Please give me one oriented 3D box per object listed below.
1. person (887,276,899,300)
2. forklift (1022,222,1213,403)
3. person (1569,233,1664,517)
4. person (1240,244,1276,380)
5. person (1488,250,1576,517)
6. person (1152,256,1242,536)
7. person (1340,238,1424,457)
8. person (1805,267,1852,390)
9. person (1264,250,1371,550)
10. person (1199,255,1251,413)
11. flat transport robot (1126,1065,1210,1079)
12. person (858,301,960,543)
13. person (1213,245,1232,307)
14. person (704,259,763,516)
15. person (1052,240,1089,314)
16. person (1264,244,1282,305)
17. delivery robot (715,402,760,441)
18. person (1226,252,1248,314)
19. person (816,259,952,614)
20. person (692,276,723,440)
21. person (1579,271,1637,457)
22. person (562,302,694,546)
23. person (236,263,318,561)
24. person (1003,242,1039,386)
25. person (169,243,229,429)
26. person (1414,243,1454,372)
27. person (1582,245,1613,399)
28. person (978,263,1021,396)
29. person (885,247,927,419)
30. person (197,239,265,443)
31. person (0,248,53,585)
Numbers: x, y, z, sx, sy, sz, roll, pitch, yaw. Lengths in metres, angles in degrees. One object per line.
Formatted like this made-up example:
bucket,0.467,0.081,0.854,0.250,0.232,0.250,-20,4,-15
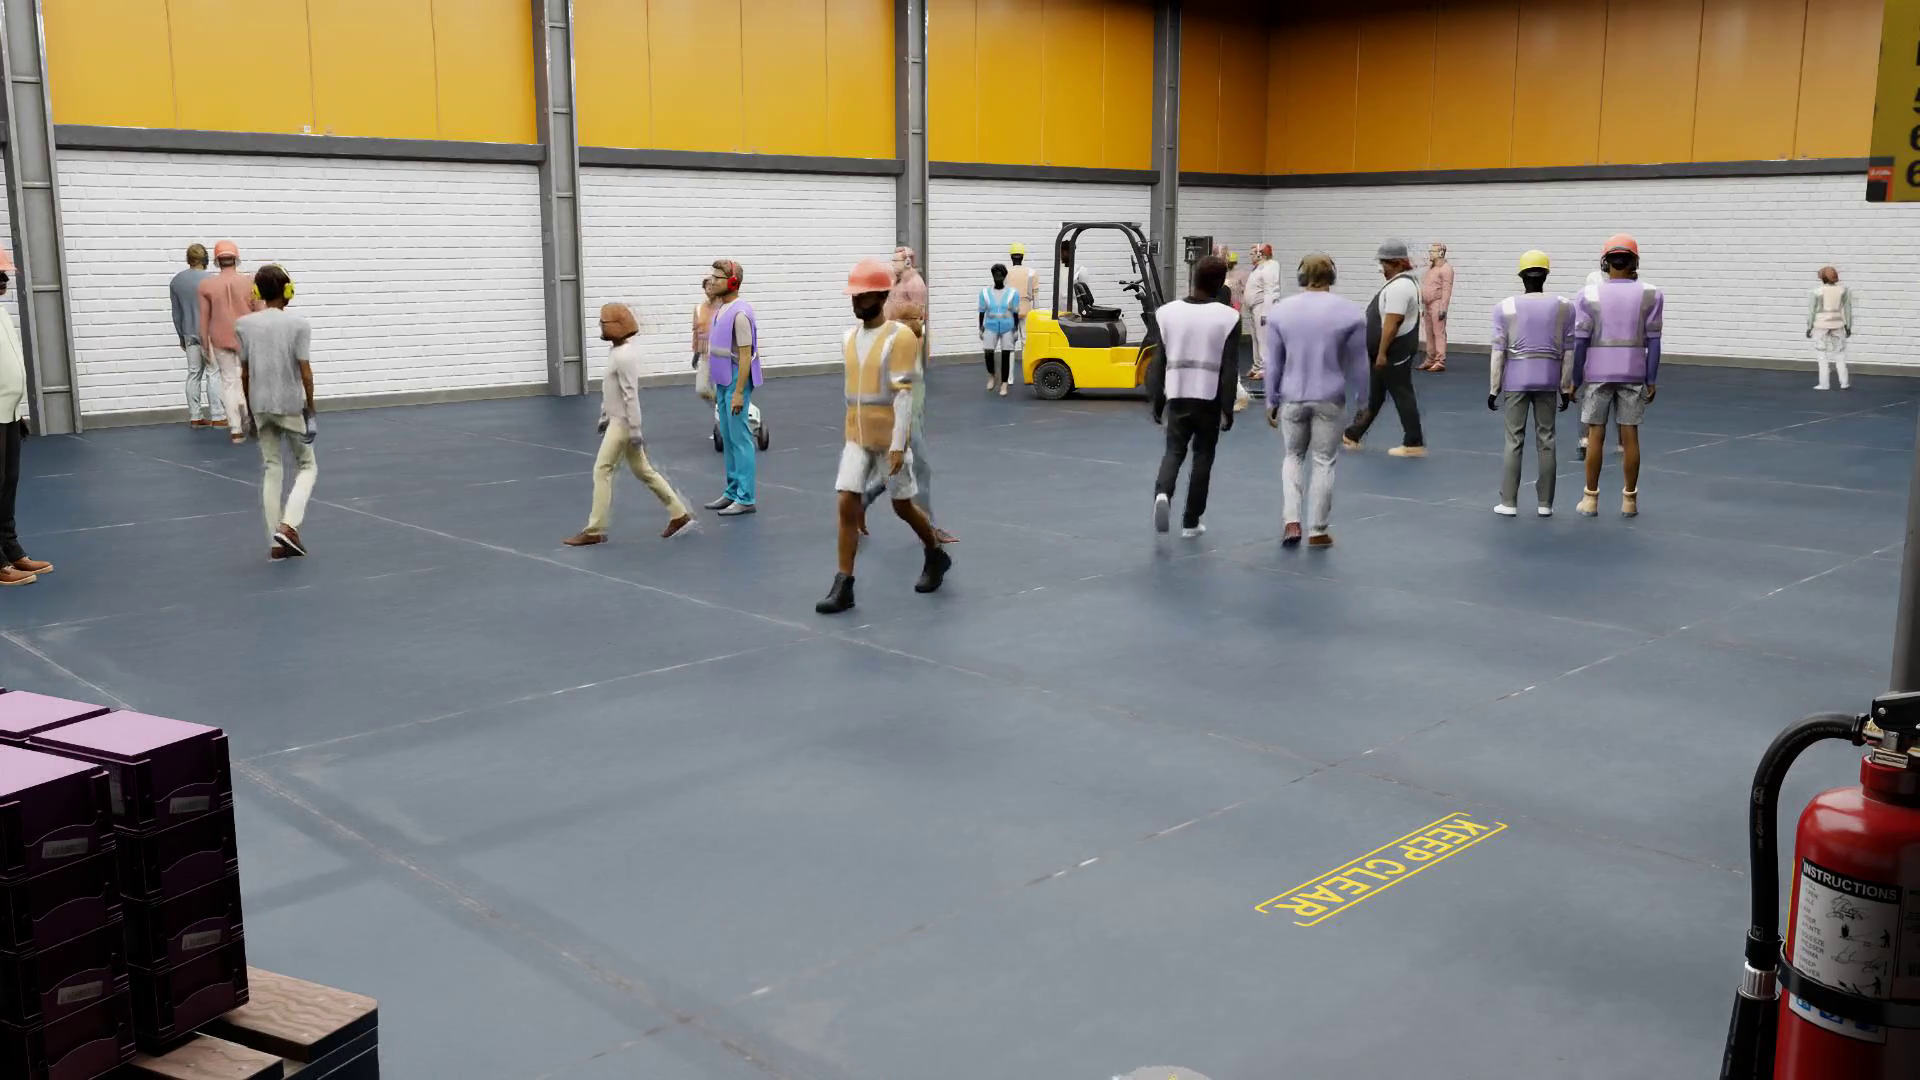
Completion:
person,-0.764,-2.817,21.821,0.533,1.690,0.916,7,13,35
forklift,1.935,-2.847,20.651,2.313,2.155,1.214,2,11,13
person,4.707,-1.176,11.983,0.605,2.033,0.399,3,11,14
person,4.188,-3.199,23.372,0.402,1.904,0.638,-1,10,-6
person,4.098,-1.116,11.968,0.584,1.918,0.383,1,10,7
person,1.551,-0.929,11.028,0.597,1.885,0.600,5,11,24
person,3.873,-1.788,15.296,0.923,2.000,0.701,3,11,14
person,11.404,-2.766,21.812,0.597,1.608,0.316,2,11,9
person,2.297,-0.884,10.698,0.673,1.928,0.433,5,11,23
person,2.864,-2.304,18.747,0.892,1.811,0.635,-4,11,-21
flat transport robot,0.177,1.358,2.968,0.652,0.197,1.431,10,14,43
person,-0.397,-0.778,10.990,0.763,1.606,0.511,1,10,8
person,3.466,-2.930,21.933,0.708,1.882,0.683,1,10,3
person,-1.645,-1.107,12.103,0.390,1.850,0.565,-5,11,-24
person,1.484,-3.117,22.748,0.613,1.962,0.362,10,14,44
person,5.453,-4.271,29.310,0.683,1.863,0.467,-8,13,-36
delivery robot,-2.119,-1.188,15.822,0.477,0.478,0.707,-3,11,-15
person,4.637,-4.054,28.462,0.596,1.738,0.556,2,11,12
person,-0.418,-0.583,9.125,0.543,1.908,0.951,8,13,36
person,-2.411,-1.819,16.585,0.536,1.623,0.427,6,12,29
person,5.967,-1.652,15.205,0.525,1.813,0.935,9,14,41
person,-2.182,-0.768,10.946,0.846,1.596,0.498,-2,11,-13
person,-4.233,-0.783,10.341,0.509,1.859,0.406,1,10,3
person,0.769,-3.045,22.465,0.594,1.922,0.385,-1,10,-6
person,-7.910,-2.122,17.393,0.635,1.937,0.361,3,11,16
person,7.080,-3.470,24.824,0.407,1.913,0.641,-2,11,-11
person,8.002,-2.704,20.581,0.553,1.934,0.368,6,12,30
person,0.498,-2.653,20.989,0.542,1.678,0.435,1,10,5
person,-0.565,-2.011,16.880,0.409,1.905,0.651,-3,11,-16
person,-7.091,-1.934,16.245,0.637,1.979,0.430,-4,11,-20
person,-5.621,-0.739,9.698,0.376,1.995,0.608,-2,11,-11
